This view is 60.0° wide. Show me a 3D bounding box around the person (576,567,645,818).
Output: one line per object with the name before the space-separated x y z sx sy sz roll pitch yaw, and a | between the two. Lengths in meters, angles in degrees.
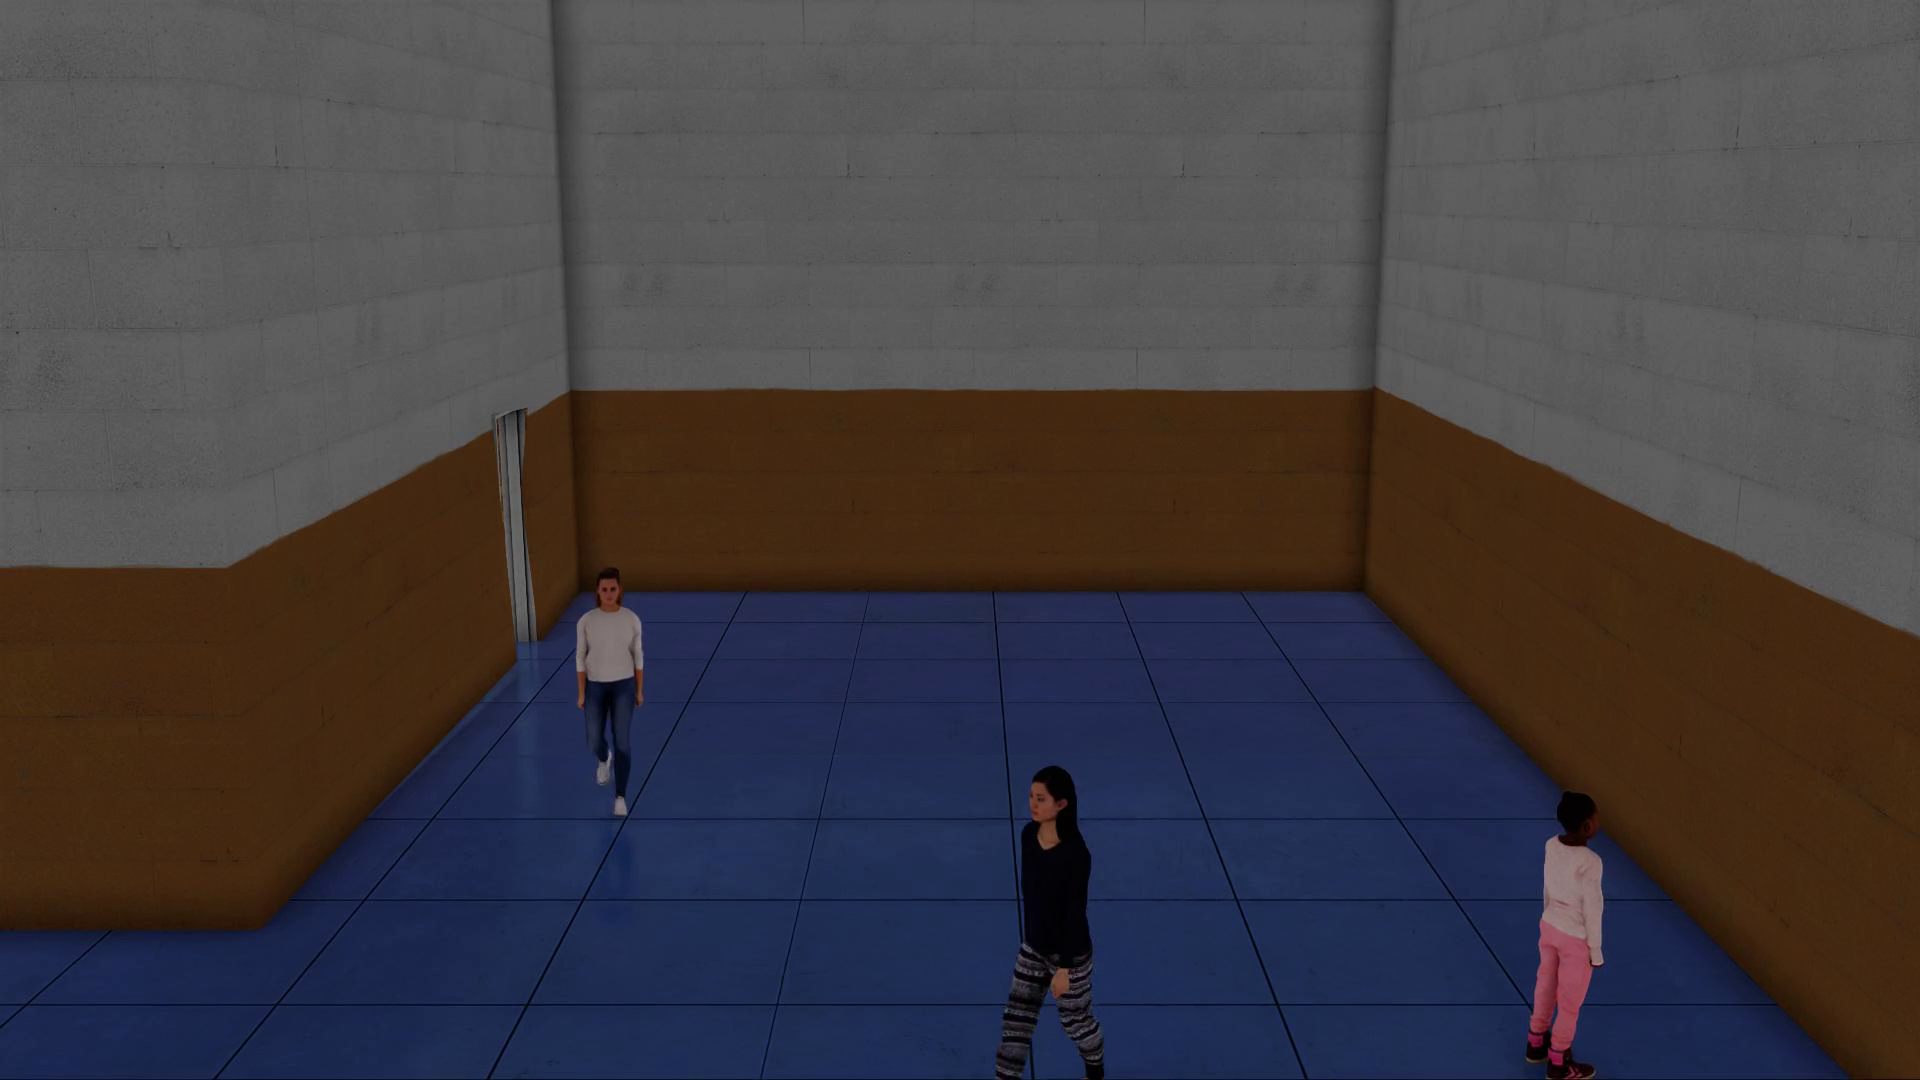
person | -2.433 1.029 11.554 0.854 1.710 0.768 -2 12 -10

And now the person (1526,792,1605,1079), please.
person | 2.951 1.900 8.067 0.583 1.442 0.590 -3 12 -16

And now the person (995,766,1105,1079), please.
person | 0.507 1.862 7.655 1.145 1.687 1.029 -9 15 -37
